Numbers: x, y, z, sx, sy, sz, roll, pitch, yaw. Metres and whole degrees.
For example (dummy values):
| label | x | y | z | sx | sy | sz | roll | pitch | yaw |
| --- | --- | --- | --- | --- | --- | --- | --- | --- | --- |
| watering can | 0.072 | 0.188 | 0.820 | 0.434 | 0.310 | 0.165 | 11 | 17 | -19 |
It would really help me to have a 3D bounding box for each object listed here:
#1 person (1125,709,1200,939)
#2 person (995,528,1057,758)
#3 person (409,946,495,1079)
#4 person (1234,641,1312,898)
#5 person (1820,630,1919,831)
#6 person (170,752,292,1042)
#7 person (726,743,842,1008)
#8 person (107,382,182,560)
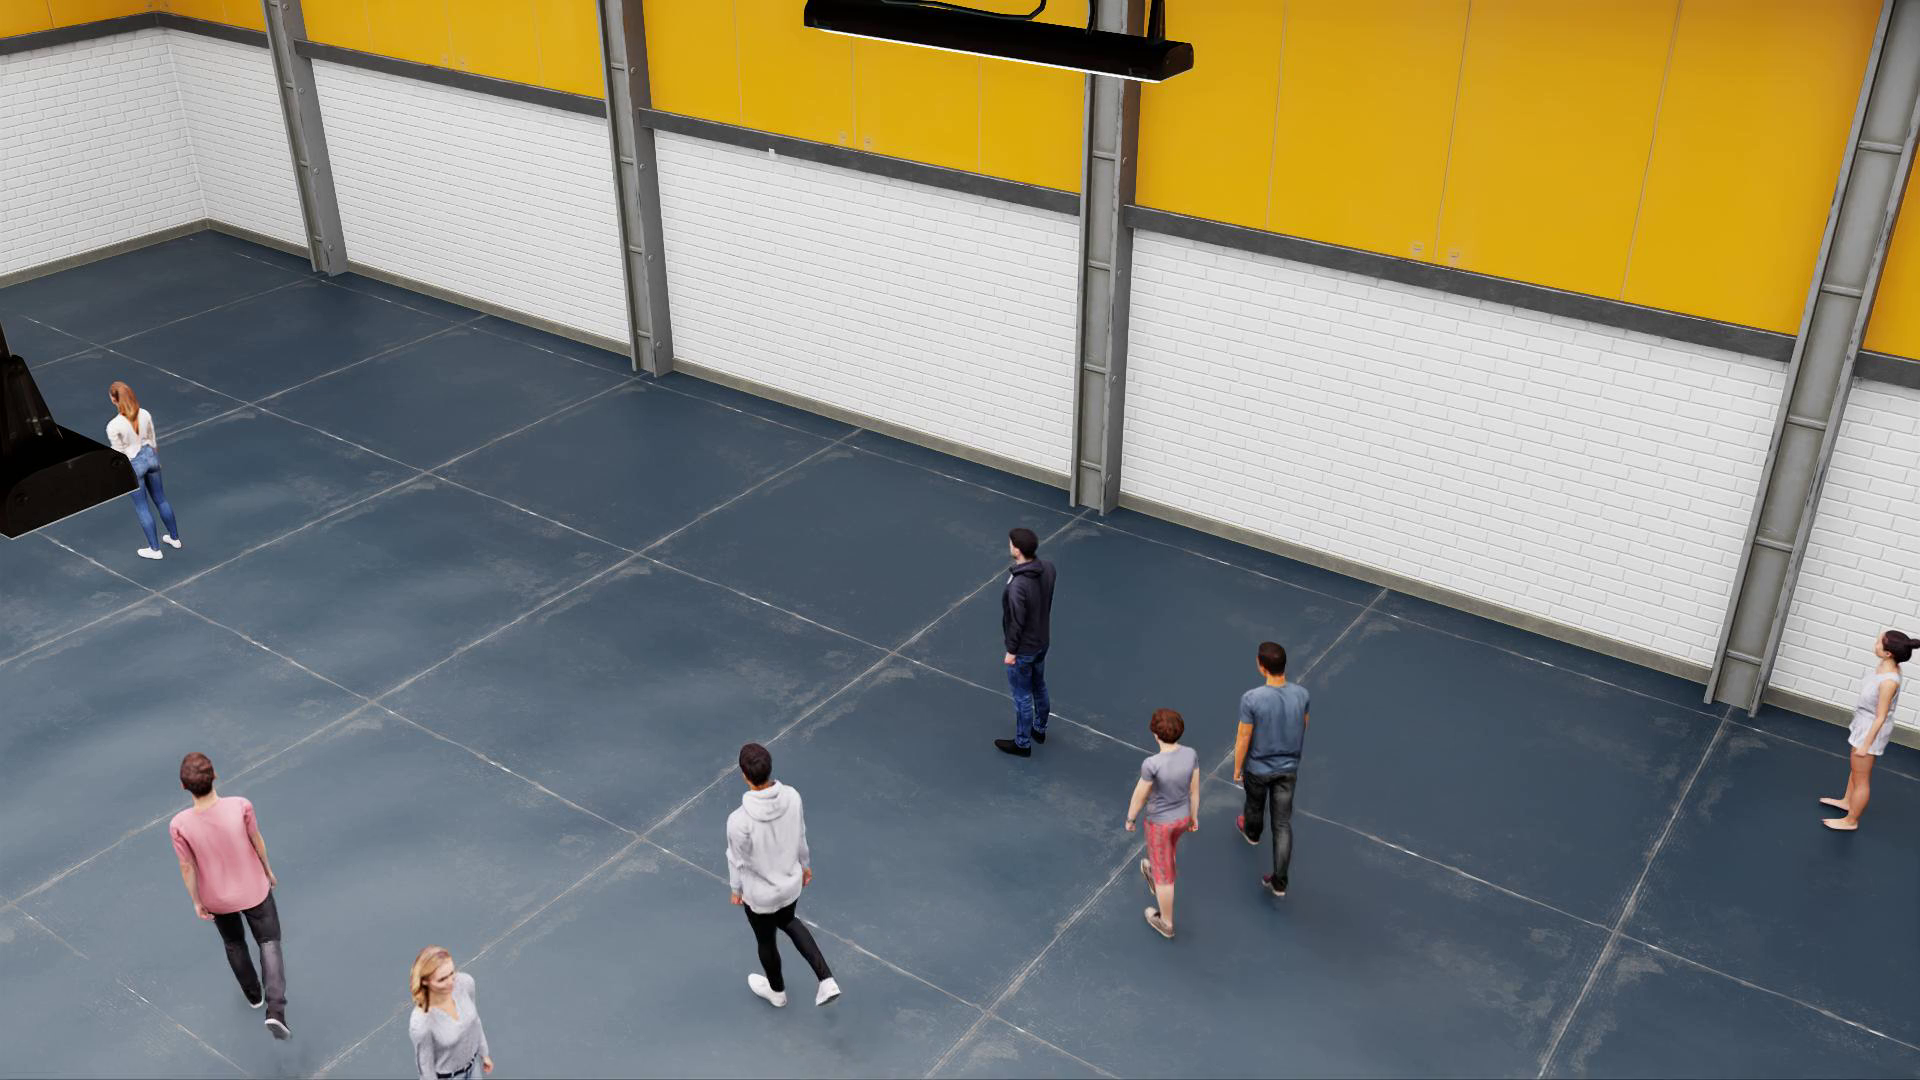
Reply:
| label | x | y | z | sx | sy | sz | roll | pitch | yaw |
| --- | --- | --- | --- | --- | --- | --- | --- | --- | --- |
| person | 1.367 | 1.857 | 10.687 | 0.862 | 1.633 | 0.999 | -12 | 31 | -21 |
| person | 0.506 | 0.760 | 12.428 | 0.546 | 1.892 | 0.671 | 18 | 33 | 29 |
| person | -2.675 | 2.820 | 8.756 | 0.567 | 1.792 | 0.616 | 14 | 32 | 24 |
| person | 2.117 | 1.568 | 11.092 | 1.164 | 1.753 | 1.186 | -3 | 29 | -6 |
| person | 6.415 | 1.319 | 11.691 | 0.562 | 1.616 | 0.601 | 13 | 31 | 22 |
| person | -4.280 | 2.140 | 9.853 | 0.980 | 1.936 | 1.174 | -13 | 31 | -23 |
| person | -1.062 | 2.105 | 9.946 | 0.801 | 1.907 | 1.009 | -23 | 36 | -36 |
| person | -7.481 | -0.650 | 15.192 | 0.576 | 1.720 | 0.639 | 13 | 31 | 23 |
